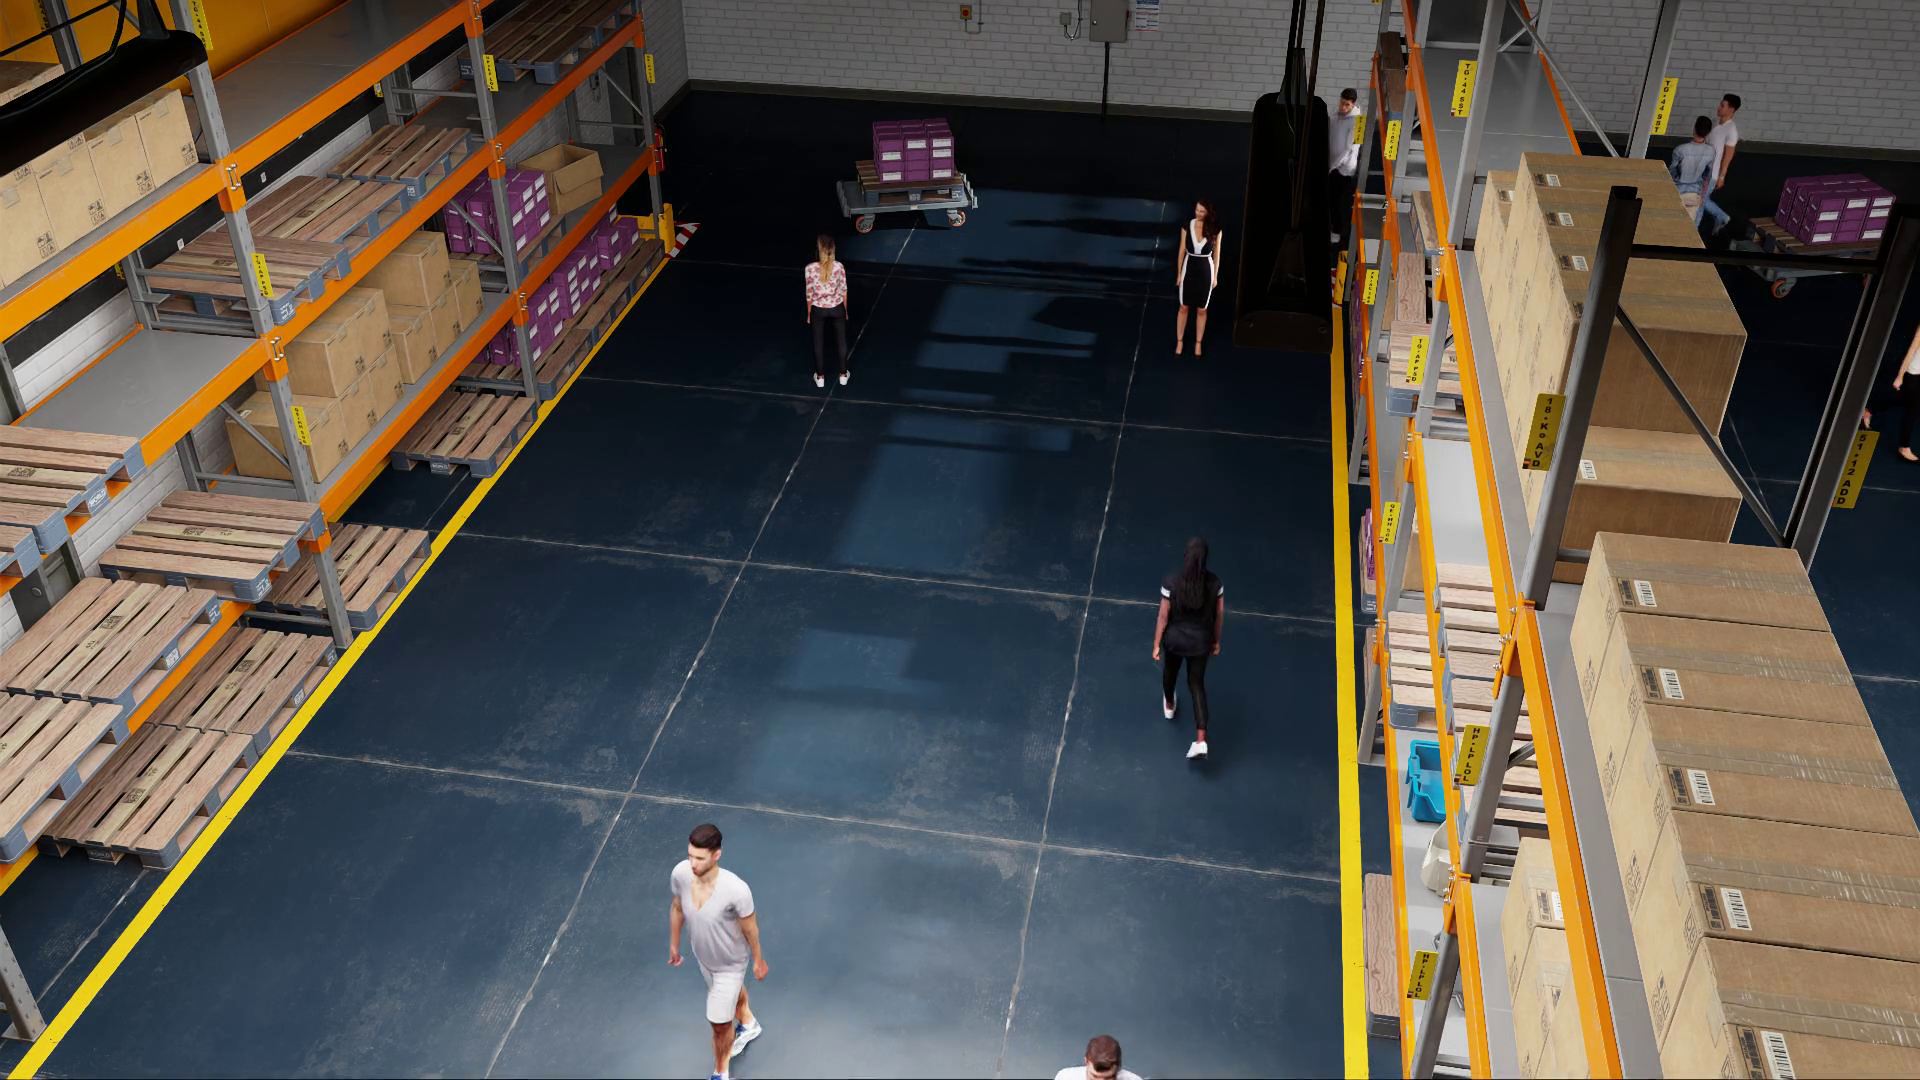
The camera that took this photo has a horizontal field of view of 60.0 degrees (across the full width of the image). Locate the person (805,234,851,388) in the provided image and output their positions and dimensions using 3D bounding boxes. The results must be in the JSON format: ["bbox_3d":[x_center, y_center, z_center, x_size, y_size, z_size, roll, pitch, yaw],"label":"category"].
[{"bbox_3d":[-1.336,-2.314,16.748,0.630,1.632,0.602,-4,34,-6],"label":"person"}]

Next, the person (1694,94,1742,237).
[{"bbox_3d":[8.917,-4.351,19.616,0.838,1.848,0.977,0,34,0],"label":"person"}]

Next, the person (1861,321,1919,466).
[{"bbox_3d":[8.919,-1.604,15.620,1.007,1.697,1.128,-17,37,-24],"label":"person"}]

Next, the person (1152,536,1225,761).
[{"bbox_3d":[1.665,0.803,11.999,0.798,1.697,1.193,-1,34,-2],"label":"person"}]

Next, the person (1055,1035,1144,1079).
[{"bbox_3d":[0.701,3.091,8.467,0.788,1.796,1.223,1,34,2],"label":"person"}]

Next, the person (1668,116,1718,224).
[{"bbox_3d":[8.268,-3.930,18.984,0.646,1.848,0.547,7,34,10],"label":"person"}]

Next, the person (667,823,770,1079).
[{"bbox_3d":[-1.328,2.313,9.605,0.930,1.833,1.061,20,38,27],"label":"person"}]

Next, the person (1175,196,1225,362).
[{"bbox_3d":[2.453,-2.713,17.199,0.579,1.796,0.493,7,34,10],"label":"person"}]
